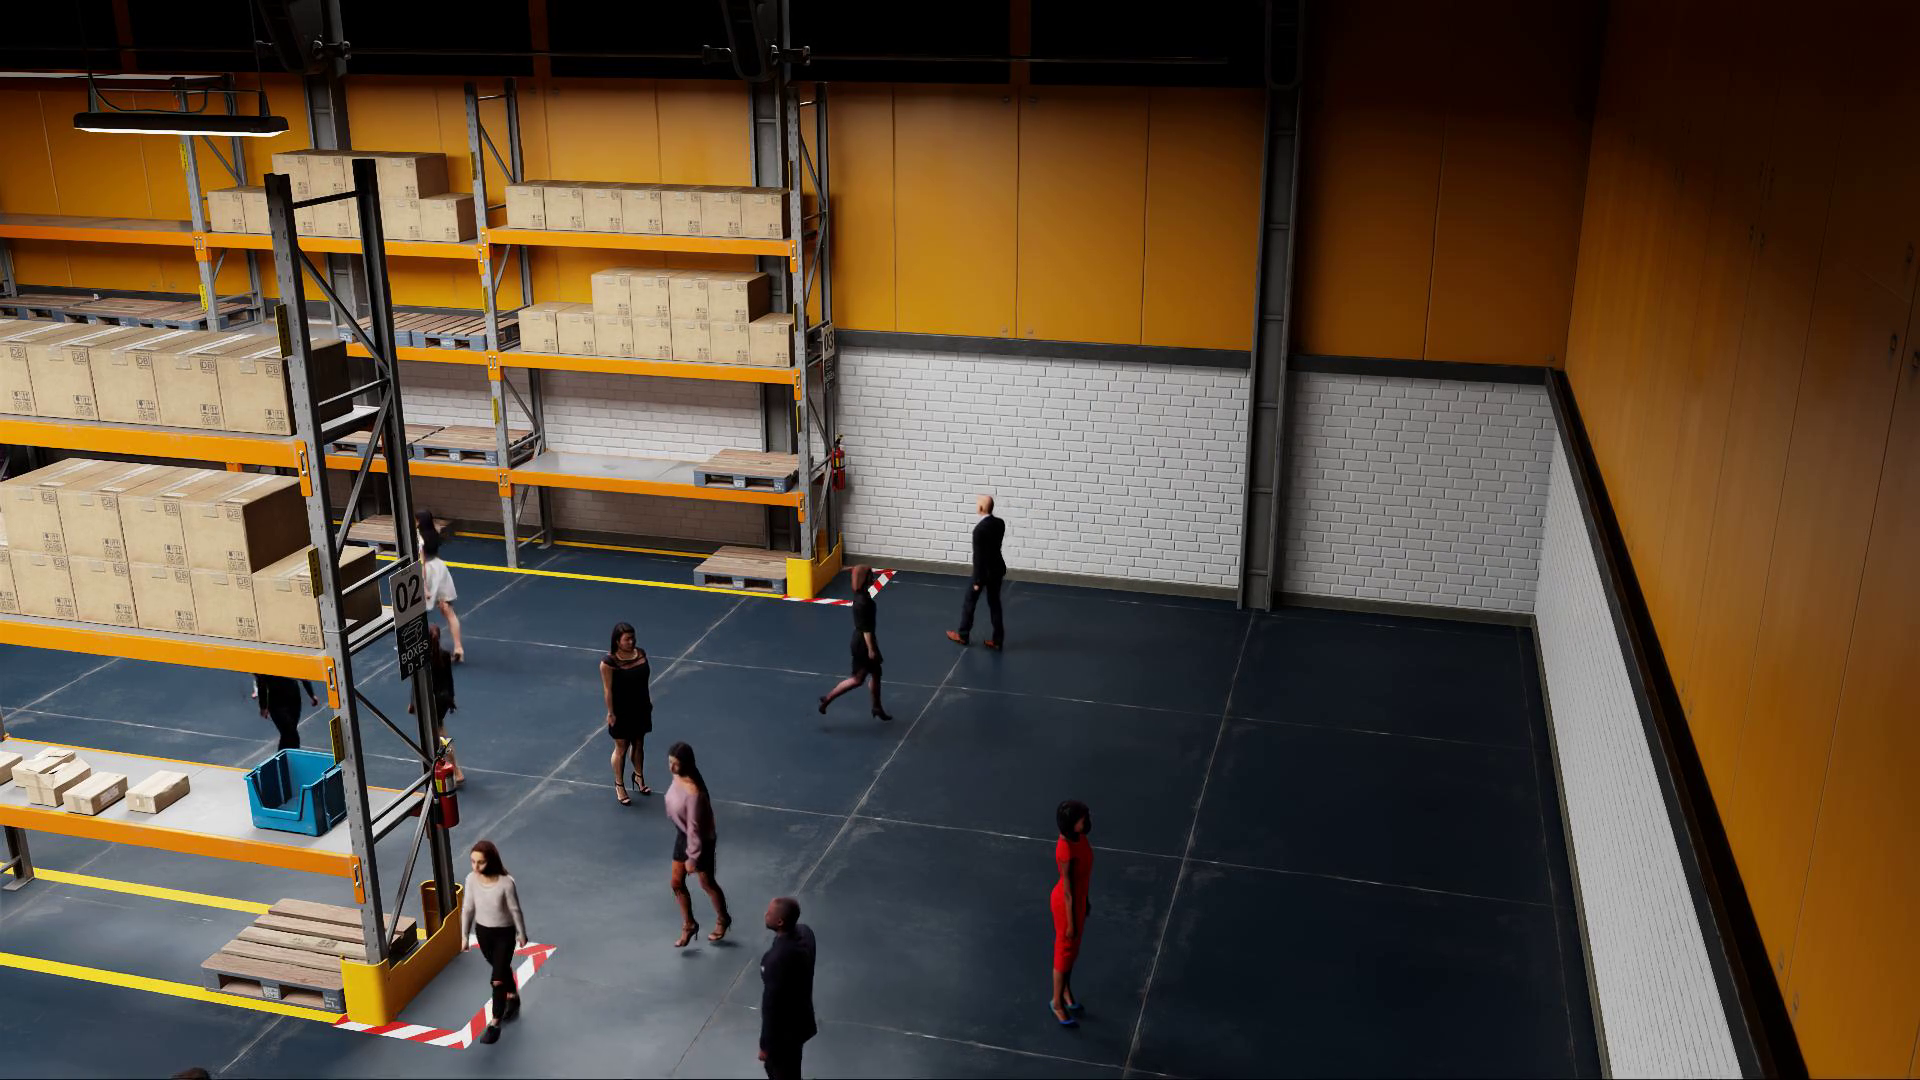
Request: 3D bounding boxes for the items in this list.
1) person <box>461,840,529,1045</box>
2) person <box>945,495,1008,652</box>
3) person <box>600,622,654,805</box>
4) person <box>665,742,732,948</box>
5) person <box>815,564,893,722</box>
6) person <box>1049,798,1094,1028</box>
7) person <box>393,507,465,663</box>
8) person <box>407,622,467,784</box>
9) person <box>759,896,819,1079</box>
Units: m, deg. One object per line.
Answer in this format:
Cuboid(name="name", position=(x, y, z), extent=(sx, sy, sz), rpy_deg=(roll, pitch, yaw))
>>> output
Cuboid(name="person", position=(-3.262, 2.762, 11.811), extent=(0.803, 1.457, 0.649), rpy_deg=(4, 19, 11))
Cuboid(name="person", position=(0.356, 0.384, 18.366), extent=(1.068, 1.780, 0.952), rpy_deg=(17, 25, 41))
Cuboid(name="person", position=(-3.003, 1.540, 15.031), extent=(0.736, 1.718, 0.737), rpy_deg=(14, 23, 36))
Cuboid(name="person", position=(-1.949, 2.310, 12.659), extent=(0.882, 1.772, 0.824), rpy_deg=(-11, 22, -30))
Cuboid(name="person", position=(-1.030, 1.070, 16.487), extent=(1.074, 1.680, 0.807), rpy_deg=(-2, 19, -5))
Cuboid(name="person", position=(0.776, 2.617, 11.791), extent=(0.485, 1.743, 0.548), rpy_deg=(5, 19, 14))
Cuboid(name="person", position=(-5.646, 0.515, 18.042), extent=(1.110, 1.738, 0.679), rpy_deg=(7, 20, 20))
Cuboid(name="person", position=(-4.816, 1.527, 15.368), extent=(1.106, 1.527, 0.829), rpy_deg=(15, 24, 38))
Cuboid(name="person", position=(-0.990, 3.067, 10.374), extent=(1.105, 1.796, 0.759), rpy_deg=(3, 19, 9))
